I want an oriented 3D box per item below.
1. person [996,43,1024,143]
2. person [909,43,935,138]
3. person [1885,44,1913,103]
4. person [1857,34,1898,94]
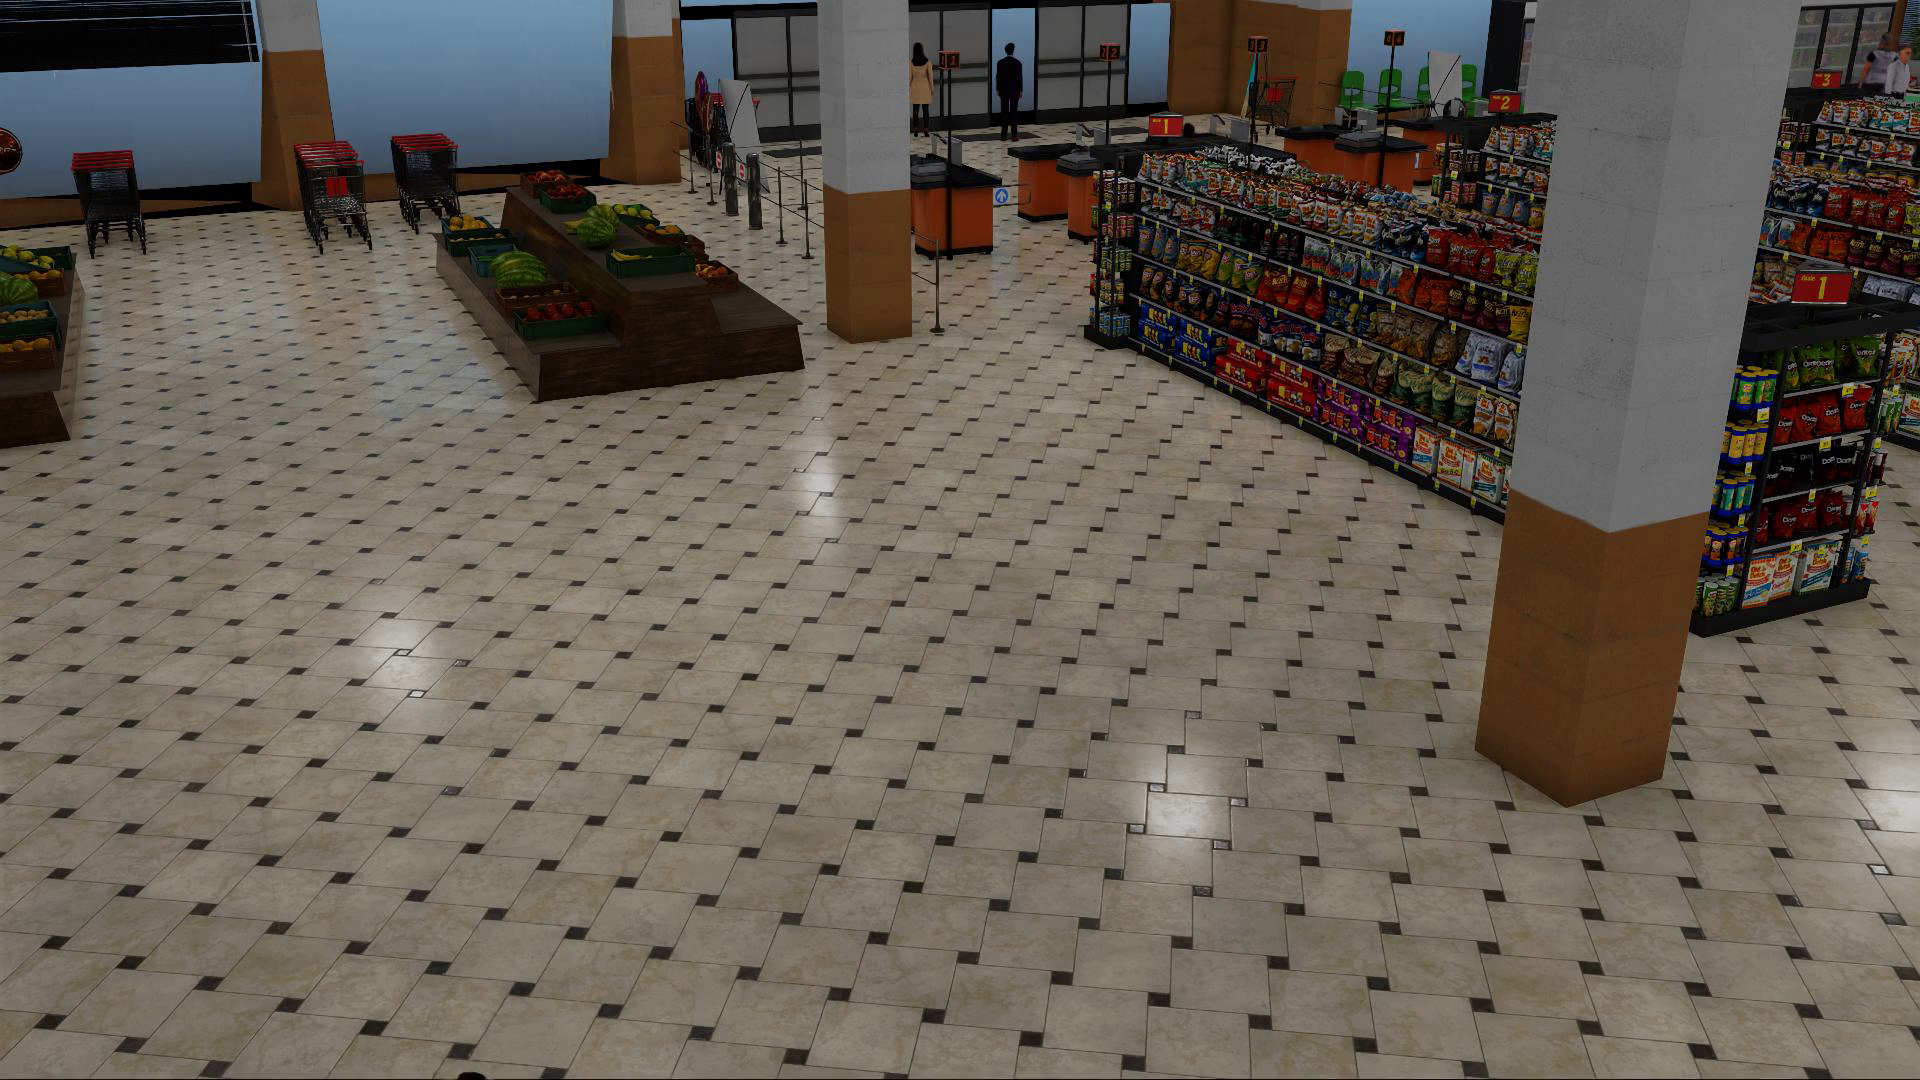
[{"bbox_3d":[0.889,-8.101,30.083,0.711,1.726,0.730,4,22,10],"label":"person"},{"bbox_3d":[-0.725,-8.265,30.551,0.710,1.682,0.707,2,22,6],"label":"person"},{"bbox_3d":[16.322,-7.738,29.060,0.654,1.816,0.559,-11,25,-26],"label":"person"},{"bbox_3d":[16.898,-8.341,30.588,0.902,1.796,1.205,-3,22,-8],"label":"person"}]
